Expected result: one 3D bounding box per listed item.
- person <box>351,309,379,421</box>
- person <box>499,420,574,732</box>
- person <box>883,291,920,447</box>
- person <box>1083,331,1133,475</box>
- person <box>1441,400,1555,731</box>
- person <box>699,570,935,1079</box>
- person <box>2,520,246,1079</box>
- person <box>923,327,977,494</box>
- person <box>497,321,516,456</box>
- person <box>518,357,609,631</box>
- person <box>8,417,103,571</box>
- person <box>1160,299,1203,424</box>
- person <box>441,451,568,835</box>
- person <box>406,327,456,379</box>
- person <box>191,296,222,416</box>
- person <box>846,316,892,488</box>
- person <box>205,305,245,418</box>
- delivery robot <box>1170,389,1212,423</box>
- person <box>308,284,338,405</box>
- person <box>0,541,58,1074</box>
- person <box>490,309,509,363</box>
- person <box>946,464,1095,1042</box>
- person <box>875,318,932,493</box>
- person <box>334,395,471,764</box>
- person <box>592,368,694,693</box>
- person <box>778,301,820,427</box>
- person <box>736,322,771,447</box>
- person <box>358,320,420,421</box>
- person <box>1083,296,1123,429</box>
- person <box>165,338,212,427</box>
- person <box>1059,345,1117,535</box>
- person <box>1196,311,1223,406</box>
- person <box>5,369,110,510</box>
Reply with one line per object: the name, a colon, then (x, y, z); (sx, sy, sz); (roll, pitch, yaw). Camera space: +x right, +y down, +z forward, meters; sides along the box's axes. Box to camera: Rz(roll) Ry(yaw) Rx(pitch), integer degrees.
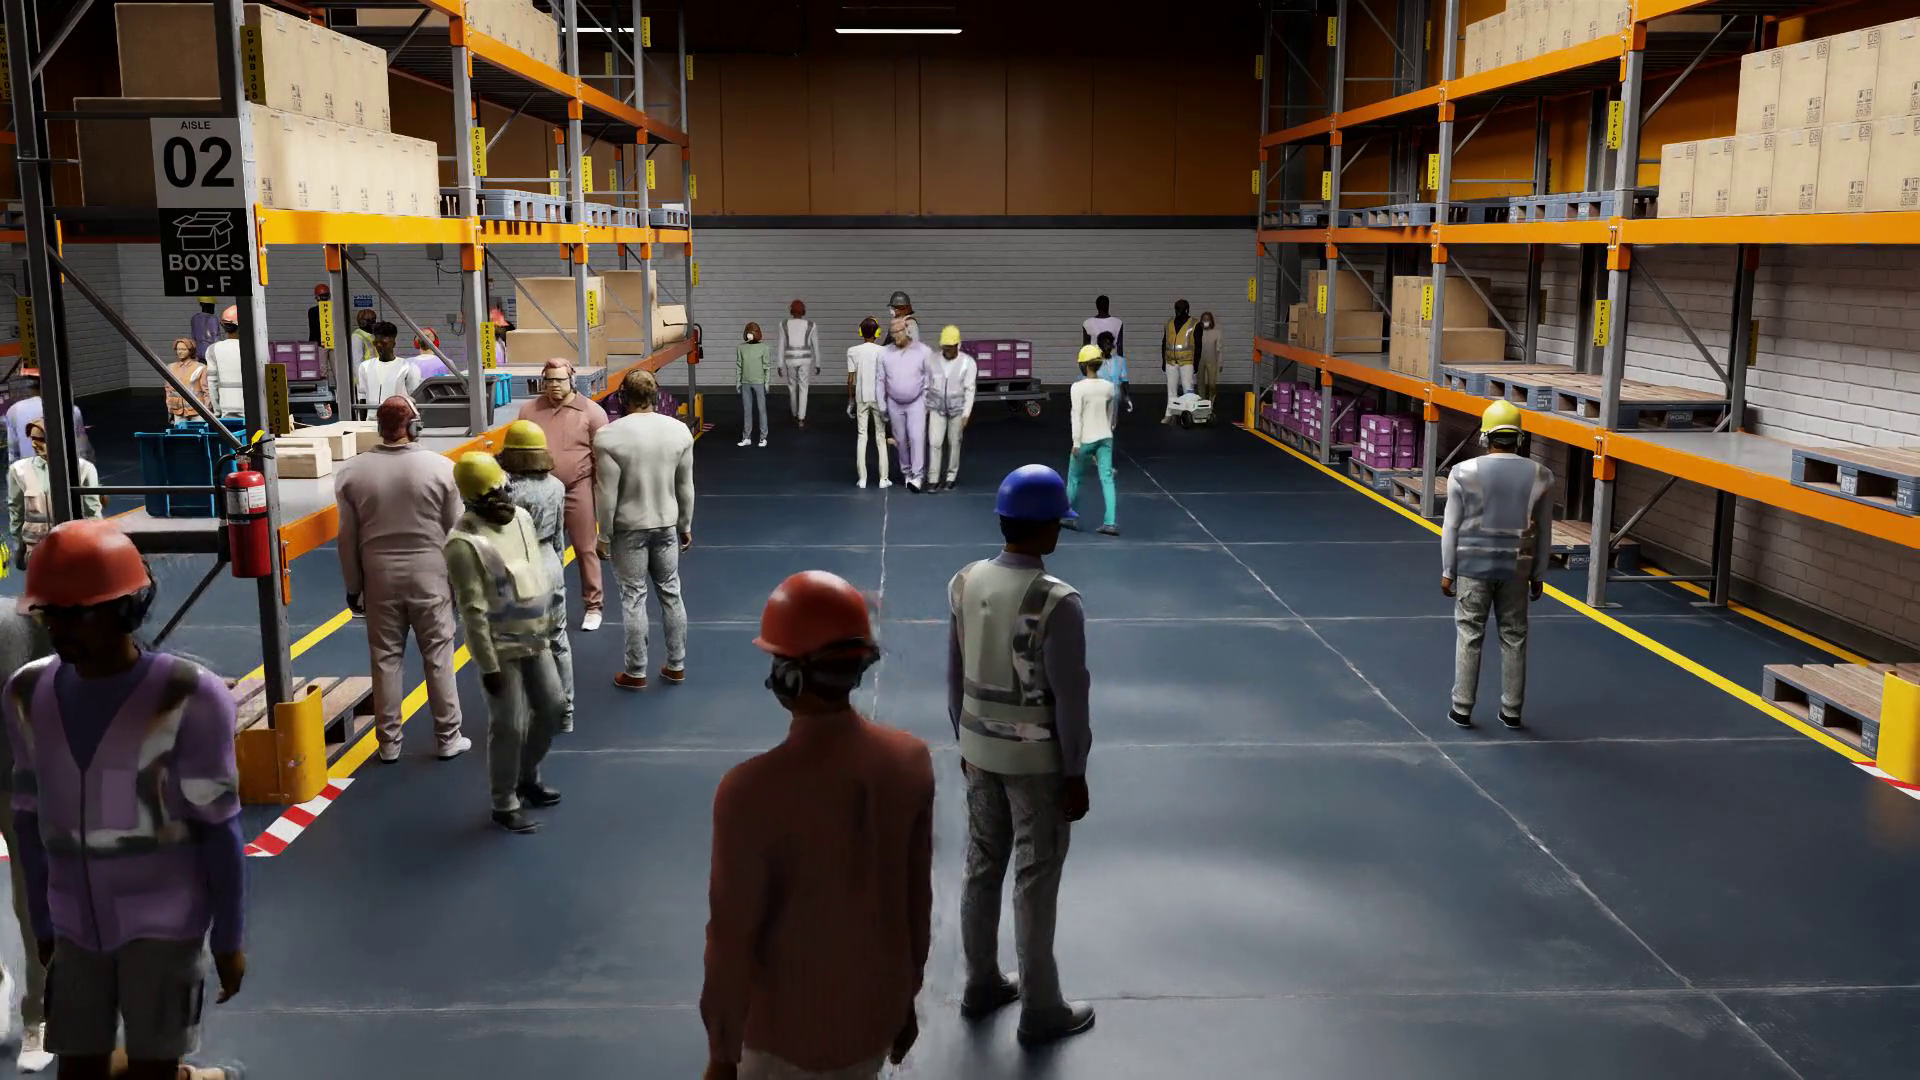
person: (-7.399, -1.973, 20.892); (0.429, 1.842, 0.636); (0, 10, 1)
person: (-2.297, 0.225, 8.924); (0.300, 1.742, 0.493); (3, 11, 17)
person: (-0.792, -2.242, 21.839); (0.535, 2.000, 0.685); (-3, 11, -15)
person: (1.685, -1.621, 19.465); (0.533, 1.653, 0.861); (-4, 11, -23)
person: (2.939, 0.146, 9.153); (0.586, 1.824, 0.404); (0, 10, 2)
person: (-0.266, 1.051, 3.678); (0.626, 1.973, 0.630); (9, 14, 41)
person: (-2.079, 0.926, 4.253); (0.610, 2.027, 0.692); (1, 10, 7)
person: (-0.142, -1.369, 17.703); (0.632, 1.777, 0.791); (1, 10, 7)
person: (-5.644, -1.889, 20.829); (0.536, 1.697, 0.318); (0, 10, -1)
person: (-2.740, -0.309, 11.475); (0.651, 1.900, 0.399); (2, 10, 8)
person: (-5.485, 0.062, 10.128); (0.515, 1.636, 0.314); (-2, 10, -11)
person: (3.240, -2.612, 24.458); (0.622, 1.843, 0.429); (6, 12, 31)
person: (-2.034, 0.466, 7.511); (0.420, 1.784, 0.686); (3, 11, 17)
person: (-5.210, -1.169, 16.390); (0.567, 1.850, 0.389); (0, 10, -2)
person: (-11.411, -2.807, 25.301); (0.584, 1.927, 0.367); (6, 12, 28)
person: (-0.987, -1.498, 18.167); (0.521, 1.873, 0.336); (1, 10, 3)
person: (-7.253, -1.340, 16.801); (0.615, 2.042, 0.372); (1, 10, 7)
delivery robot: (3.337, -1.939, 24.027); (0.477, 0.478, 0.707); (-4, 11, -22)
person: (-10.375, -3.186, 27.221); (0.381, 1.994, 0.621); (7, 12, 34)
person: (-3.119, 0.813, 5.363); (0.569, 1.849, 0.398); (-4, 11, -23)
person: (-5.499, -1.766, 19.592); (0.947, 1.901, 0.557); (3, 10, 14)
person: (0.215, 0.711, 5.645); (0.404, 1.945, 0.615); (-9, 14, -41)
person: (-0.591, -1.427, 17.807); (0.667, 1.856, 0.957); (2, 10, 9)
person: (-2.847, 0.204, 8.590); (0.646, 1.904, 0.401); (-1, 10, -8)
person: (-1.886, -0.058, 9.956); (0.635, 1.938, 0.354); (-7, 12, -35)
person: (-2.352, -2.581, 24.323); (0.602, 1.834, 1.008); (0, 10, -1)
person: (-2.717, -2.041, 21.844); (0.500, 1.636, 0.282); (3, 11, 18)
person: (-5.245, -1.030, 15.292); (0.607, 1.967, 0.367); (1, 10, 6)
person: (2.042, -2.529, 23.793); (0.587, 1.915, 0.395); (0, 10, -2)
person: (-8.387, -1.375, 18.111); (0.517, 1.645, 0.307); (1, 10, 6)
person: (1.180, -0.932, 15.401); (0.545, 1.720, 0.877); (-7, 12, -32)
person: (3.862, -2.777, 26.030); (0.514, 1.613, 0.611); (2, 10, 13)
person: (-6.355, -0.377, 11.778); (0.555, 1.917, 0.566); (3, 11, 17)
